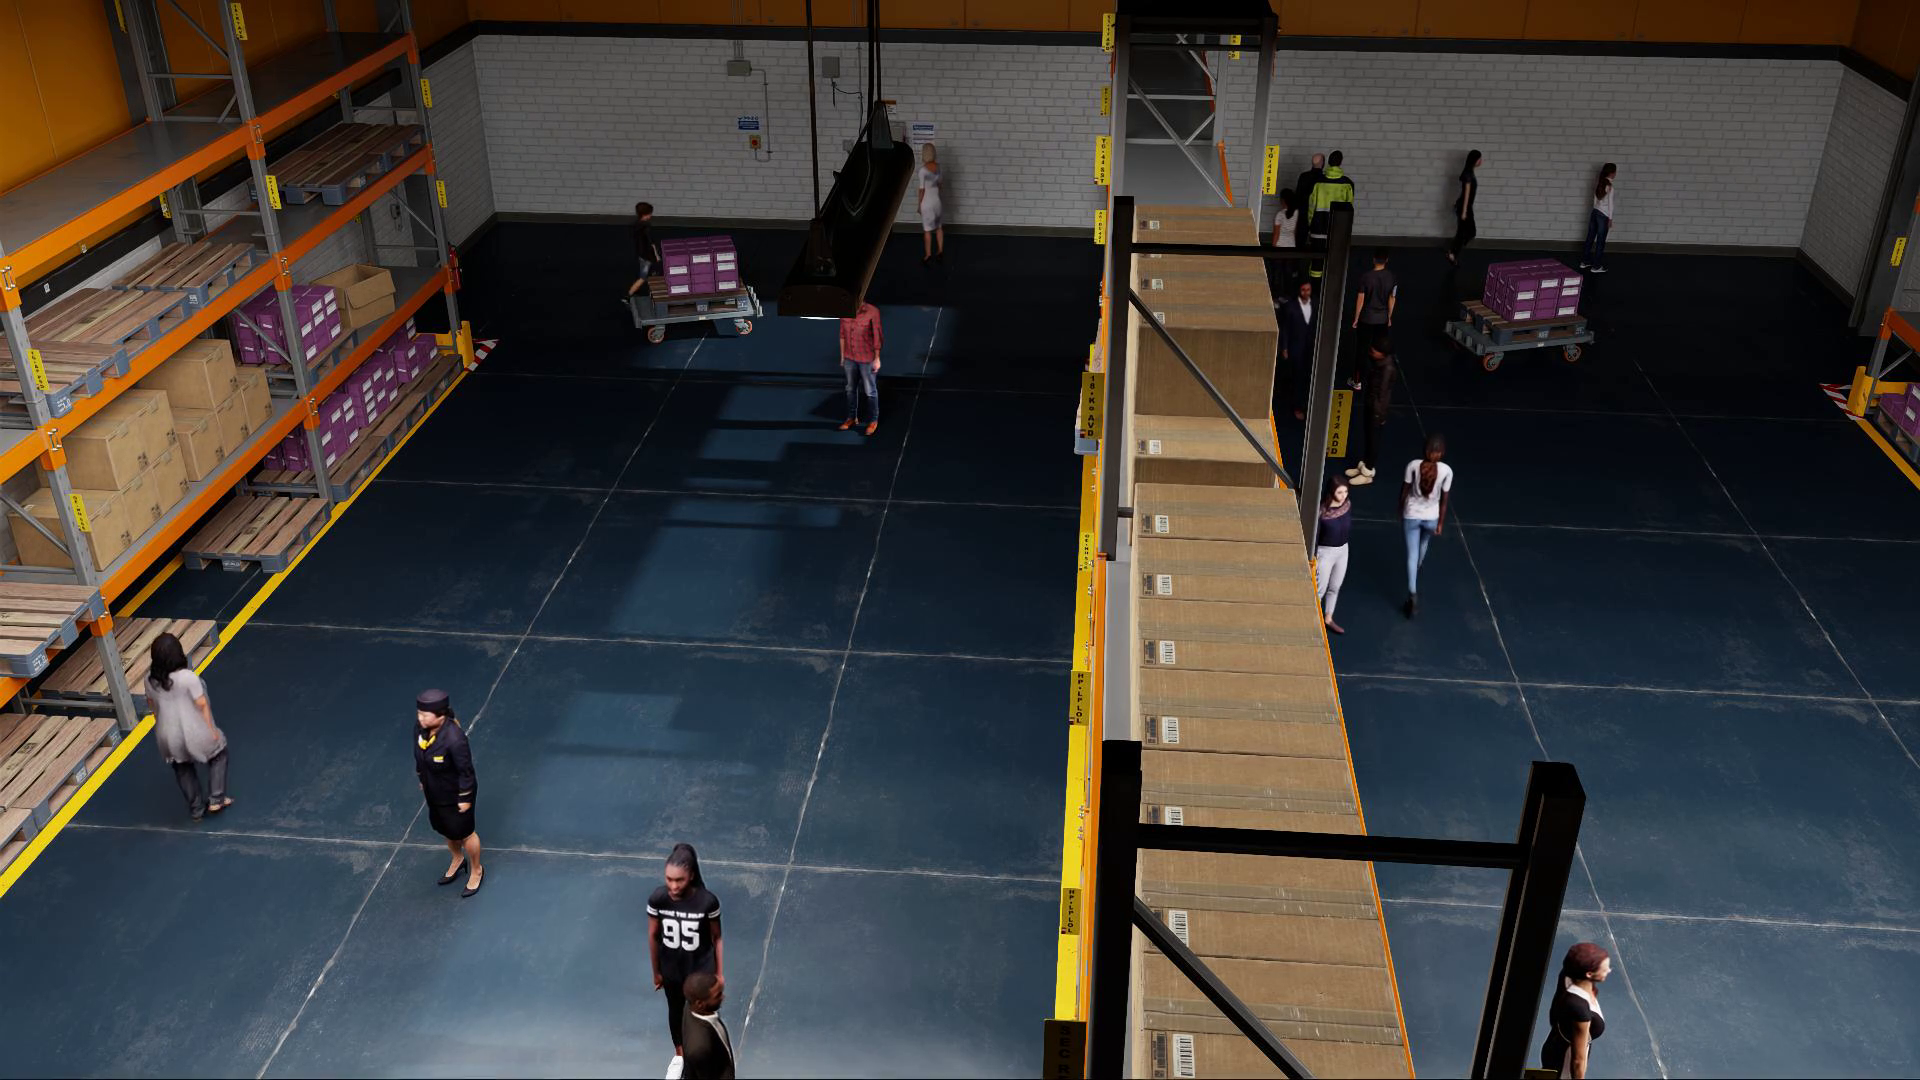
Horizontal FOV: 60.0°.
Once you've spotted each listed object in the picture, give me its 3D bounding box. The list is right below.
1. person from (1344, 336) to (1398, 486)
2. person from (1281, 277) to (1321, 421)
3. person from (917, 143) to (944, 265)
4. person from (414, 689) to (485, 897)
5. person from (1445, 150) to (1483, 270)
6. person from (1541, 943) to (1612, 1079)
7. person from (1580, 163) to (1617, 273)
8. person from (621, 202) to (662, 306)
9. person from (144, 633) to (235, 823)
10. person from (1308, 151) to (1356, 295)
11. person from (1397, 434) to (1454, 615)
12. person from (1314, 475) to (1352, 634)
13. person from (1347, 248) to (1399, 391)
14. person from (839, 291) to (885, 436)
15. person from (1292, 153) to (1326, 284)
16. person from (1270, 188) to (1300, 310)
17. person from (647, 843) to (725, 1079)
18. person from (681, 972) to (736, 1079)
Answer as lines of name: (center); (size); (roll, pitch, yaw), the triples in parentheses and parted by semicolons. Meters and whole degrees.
person: (4.461, -1.397, 17.762); (0.656, 1.659, 0.597); (16, 32, 27)
person: (3.916, -2.266, 19.309); (0.844, 1.704, 0.981); (-9, 30, -15)
person: (-0.422, -4.869, 24.032); (0.642, 1.750, 0.693); (-20, 34, -32)
person: (-3.649, 1.794, 11.898); (0.803, 1.671, 0.810); (19, 34, 30)
person: (7.126, -4.711, 23.768); (0.689, 1.724, 0.583); (7, 29, 12)
person: (3.458, 3.018, 9.525); (0.644, 1.796, 0.412); (2, 29, 3)
person: (9.162, -4.626, 23.787); (0.680, 1.558, 0.589); (-12, 31, -20)
person: (-4.307, -3.821, 22.459); (0.977, 1.416, 0.987); (-17, 33, -29)
person: (-5.885, 1.465, 12.575); (0.640, 1.601, 0.641); (2, 29, 3)
person: (5.077, -4.376, 22.885); (0.774, 1.983, 0.644); (4, 29, 8)
person: (4.272, -0.130, 15.429); (0.584, 1.668, 1.156); (3, 29, 6)
person: (3.337, 0.146, 14.987); (0.686, 1.608, 0.724); (-17, 33, -28)
person: (4.958, -2.653, 19.953); (0.678, 1.764, 0.605); (-3, 29, -5)
person: (-1.125, -2.099, 18.870); (0.753, 1.830, 0.697); (13, 31, 23)
person: (4.914, -4.497, 23.260); (0.770, 1.836, 0.771); (20, 34, 32)
person: (4.371, -3.944, 22.446); (0.659, 1.645, 0.703); (-17, 33, -28)
person: (-1.680, 2.636, 10.294); (0.614, 1.729, 0.584); (1, 29, 1)
person: (-1.396, 3.127, 9.319); (0.781, 1.802, 0.617); (-7, 29, -12)
